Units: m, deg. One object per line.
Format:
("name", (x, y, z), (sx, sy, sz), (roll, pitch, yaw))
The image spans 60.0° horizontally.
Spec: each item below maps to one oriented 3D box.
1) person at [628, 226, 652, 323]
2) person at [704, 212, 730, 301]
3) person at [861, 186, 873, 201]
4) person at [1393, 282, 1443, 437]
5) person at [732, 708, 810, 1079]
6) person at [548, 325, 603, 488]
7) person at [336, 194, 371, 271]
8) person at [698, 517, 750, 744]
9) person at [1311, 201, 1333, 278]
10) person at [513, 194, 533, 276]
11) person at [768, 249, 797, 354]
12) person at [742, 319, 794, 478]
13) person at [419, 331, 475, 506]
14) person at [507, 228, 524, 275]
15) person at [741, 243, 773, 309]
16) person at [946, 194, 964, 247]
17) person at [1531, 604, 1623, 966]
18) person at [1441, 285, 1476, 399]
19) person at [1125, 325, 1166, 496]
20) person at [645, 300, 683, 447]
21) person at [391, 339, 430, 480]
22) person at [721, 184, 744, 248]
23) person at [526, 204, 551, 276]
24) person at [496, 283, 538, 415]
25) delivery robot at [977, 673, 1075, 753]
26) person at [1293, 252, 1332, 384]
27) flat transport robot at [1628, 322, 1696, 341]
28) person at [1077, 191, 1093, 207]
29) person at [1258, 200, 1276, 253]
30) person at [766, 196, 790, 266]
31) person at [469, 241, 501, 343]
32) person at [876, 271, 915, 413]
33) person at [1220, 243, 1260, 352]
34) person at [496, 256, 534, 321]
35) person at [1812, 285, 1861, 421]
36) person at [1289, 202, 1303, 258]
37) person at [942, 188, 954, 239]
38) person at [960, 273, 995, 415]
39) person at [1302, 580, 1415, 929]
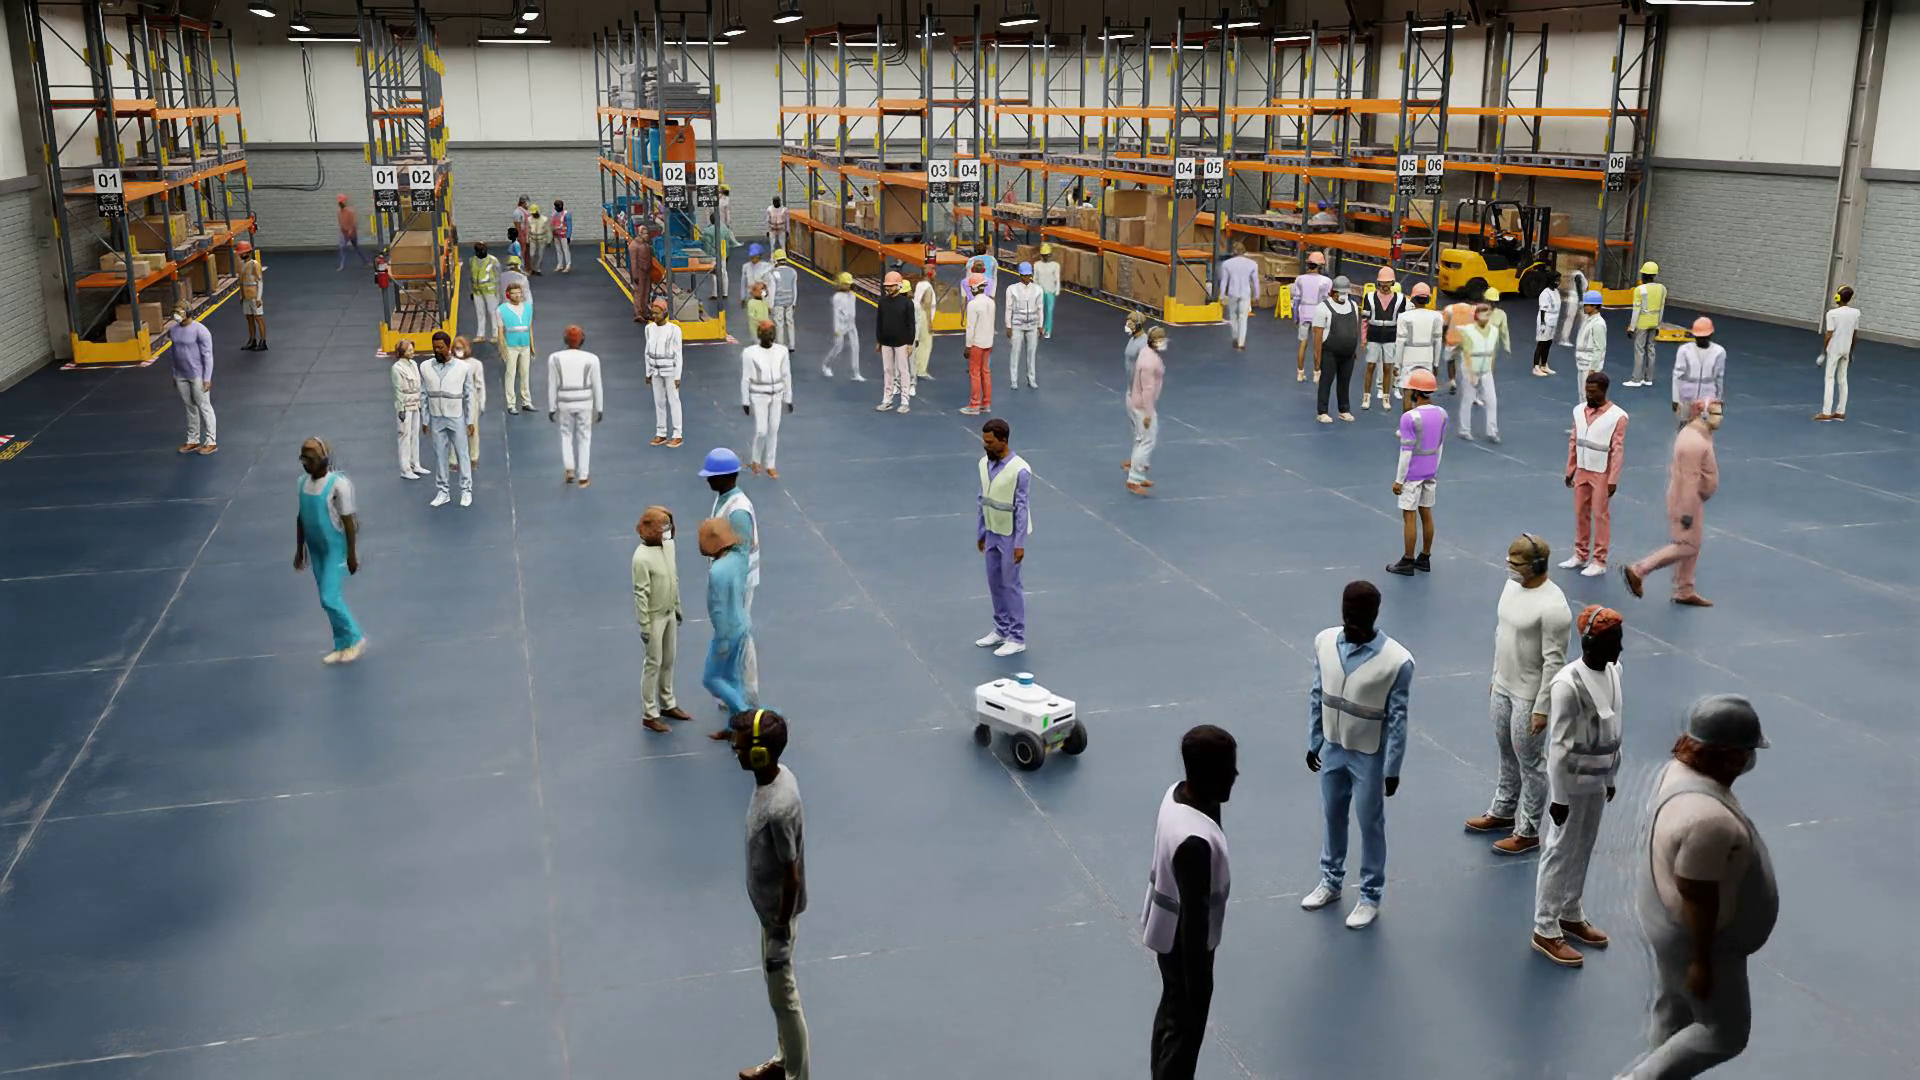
("person", (-6.322, -5.293, 33.138), (0.399, 1.899, 0.649), (5, 16, 17))
("person", (-5.361, -6.251, 36.655), (0.627, 1.940, 0.372), (-13, 20, -41))
("person", (-2.718, -9.541, 49.197), (0.510, 1.861, 0.326), (10, 18, 32))
("person", (5.958, -2.336, 21.720), (0.611, 2.042, 0.395), (-1, 15, -4))
("person", (-0.819, 1.612, 7.208), (0.312, 1.865, 0.535), (-3, 15, -11))
("person", (-4.372, -1.515, 18.959), (0.620, 1.873, 0.414), (-2, 15, -6))
("person", (-15.808, -7.979, 43.127), (0.608, 1.962, 0.936), (6, 16, 23))
("person", (-1.613, 0.631, 11.361), (0.343, 1.616, 0.520), (1, 15, 3))
("person", (8.983, -7.469, 41.337), (0.636, 1.895, 1.020), (-4, 15, -15))
("person", (-10.857, -7.653, 41.734), (0.537, 2.000, 0.675), (5, 16, 17))
("person", (-3.098, -4.106, 28.806), (0.403, 1.827, 0.612), (14, 21, 43))
("person", (-2.234, -1.635, 19.415), (0.575, 1.870, 0.409), (-9, 17, -31))
("person", (-5.585, -1.324, 18.154), (0.597, 1.918, 0.383), (1, 15, 3))
("person", (-9.457, -5.795, 35.401), (0.317, 1.695, 0.540), (-7, 16, -25))
("person", (-3.540, -4.287, 29.321), (0.611, 1.915, 0.938), (6, 16, 22))
("person", (-0.083, -9.428, 49.210), (0.518, 1.622, 0.527), (-5, 16, -17))
("person", (3.205, 1.244, 8.557), (0.584, 1.882, 0.346), (-14, 20, -42))
("person", (7.415, -2.937, 24.687), (0.619, 1.666, 0.403), (4, 16, 16))
("person", (2.109, -1.473, 18.733), (0.413, 1.922, 0.803), (1, 15, 4))
("person", (-3.781, -2.126, 21.253), (0.578, 1.879, 0.347), (8, 17, 28))
("person", (-6.461, -1.540, 19.501), (0.307, 1.639, 0.525), (2, 15, 7))
("person", (-6.933, -9.633, 49.497), (0.933, 1.875, 0.606), (0, 15, 1))
("person", (-10.557, -7.505, 41.647), (0.619, 1.796, 0.435), (-1, 15, -5))
("person", (-6.269, -2.713, 23.519), (0.389, 1.846, 0.565), (13, 20, 40))
("delivery robot", (0.442, 1.146, 11.293), (0.477, 0.478, 0.707), (-13, 20, -41))
("person", (5.513, -3.475, 26.012), (0.610, 2.040, 0.394), (9, 17, 30))
("flat transport robot", (13.077, -3.894, 30.980), (0.652, 0.197, 1.431), (0, 15, -1))
("person", (3.400, -8.488, 45.089), (0.542, 1.930, 0.375), (12, 19, 38))
("person", (8.374, -8.460, 45.468), (0.536, 1.675, 0.662), (-6, 16, -23))
("person", (-4.858, -8.231, 44.295), (0.634, 1.839, 0.429), (1, 15, 4))
("person", (-8.657, -4.510, 30.299), (0.624, 1.841, 0.430), (4, 15, 15))
("person", (-0.929, -2.806, 23.583), (0.622, 1.994, 0.381), (8, 17, 28))
("person", (4.962, -4.313, 29.476), (0.690, 1.866, 0.999), (3, 15, 11))
("person", (-7.496, -3.897, 28.146), (0.673, 1.753, 0.869), (6, 16, 20))
("person", (12.090, -2.566, 22.947), (0.548, 1.860, 0.361), (-2, 15, -9))
("person", (8.750, -7.861, 43.067), (0.348, 1.760, 0.528), (-10, 18, -32))
("person", (-0.333, -10.344, 52.667), (0.503, 1.628, 0.276), (6, 16, 23))
("person", (0.260, -2.769, 23.485), (0.409, 1.980, 0.620), (9, 17, 31))
("person", (2.134, 1.127, 8.953), (0.395, 1.911, 0.587), (-14, 20, -42))
